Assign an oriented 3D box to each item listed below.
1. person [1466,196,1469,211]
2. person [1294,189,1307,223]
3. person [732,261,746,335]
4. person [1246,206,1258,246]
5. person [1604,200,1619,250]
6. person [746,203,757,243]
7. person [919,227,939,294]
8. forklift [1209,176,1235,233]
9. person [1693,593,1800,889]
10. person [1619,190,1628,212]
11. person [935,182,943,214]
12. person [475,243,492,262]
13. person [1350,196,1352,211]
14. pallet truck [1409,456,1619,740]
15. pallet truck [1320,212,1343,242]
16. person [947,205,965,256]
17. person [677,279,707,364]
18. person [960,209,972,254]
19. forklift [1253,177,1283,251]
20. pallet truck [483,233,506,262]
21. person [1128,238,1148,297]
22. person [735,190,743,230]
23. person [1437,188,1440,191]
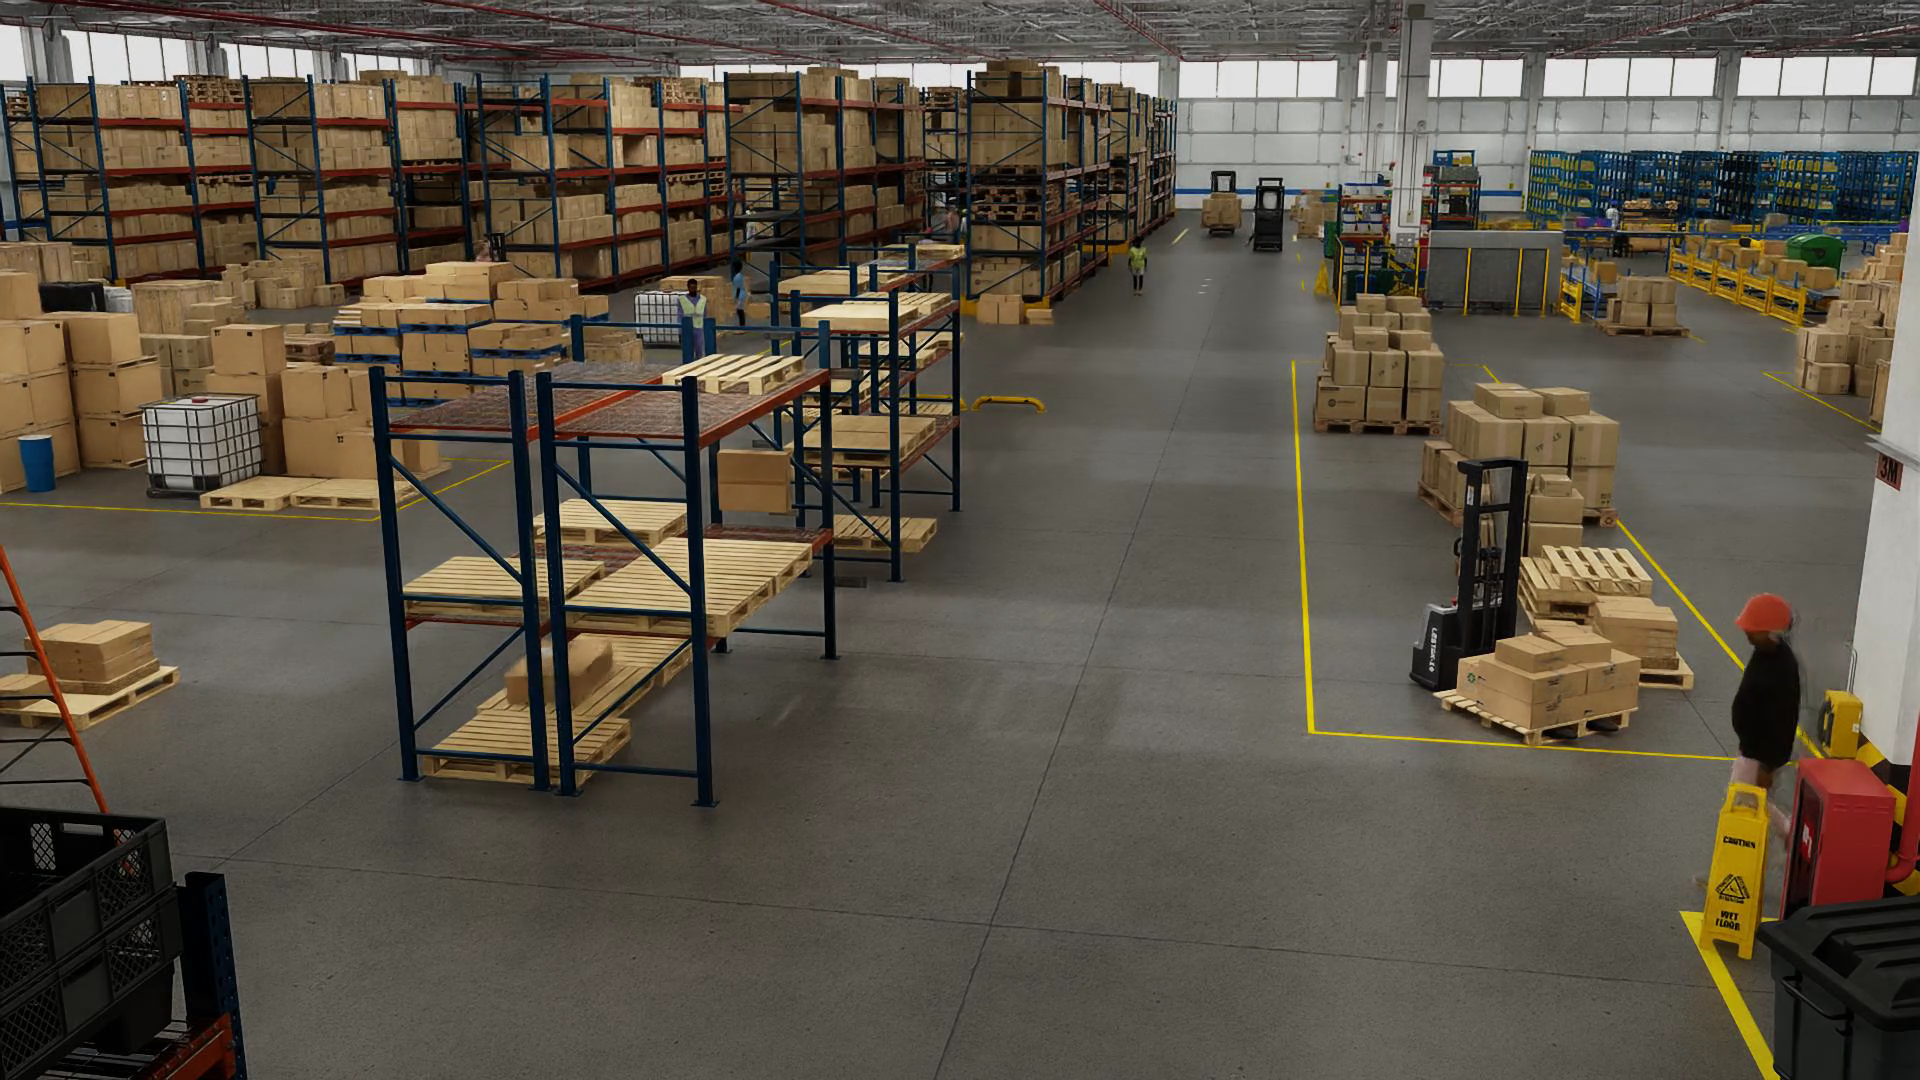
[{"bbox_3d":[22.116,-14.210,73.060,0.600,1.827,0.404,5,15,19],"label":"person"},{"bbox_3d":[17.390,-16.874,84.151,0.565,1.707,0.917,-13,19,-42],"label":"person"},{"bbox_3d":[-5.089,-5.576,38.279,0.317,1.695,0.540,0,14,0],"label":"person"},{"bbox_3d":[11.990,-12.700,67.260,0.755,1.675,0.537,2,14,7],"label":"person"},{"bbox_3d":[25.528,-12.319,65.138,0.404,1.948,0.605,-6,15,-23],"label":"person"},{"bbox_3d":[-8.172,-12.197,64.861,0.393,1.842,0.564,10,17,34],"label":"person"},{"bbox_3d":[-0.880,-7.950,47.462,0.565,1.914,0.585,2,14,6],"label":"person"},{"bbox_3d":[12.027,-15.468,76.006,1.129,2.768,1.873,3,14,10],"label":"forklift"},{"bbox_3d":[4.888,1.252,10.006,0.620,1.964,0.642,6,15,22],"label":"person"},{"bbox_3d":[33.680,-17.045,84.555,0.404,1.836,0.599,-3,14,-10],"label":"person"},{"bbox_3d":[-1.314,-19.242,93.547,0.887,1.809,0.624,13,19,42],"label":"person"},{"bbox_3d":[-11.917,-6.495,41.622,0.763,1.886,0.649,1,14,4],"label":"person"},{"bbox_3d":[20.473,-17.714,87.546,0.533,1.705,0.565,1,14,4],"label":"person"},{"bbox_3d":[4.504,0.400,13.395,0.823,1.965,1.885,-6,15,-23],"label":"pallet truck"},{"bbox_3d":[15.874,-13.227,70.310,0.680,1.201,1.601,10,17,35],"label":"pallet truck"},{"bbox_3d":[-0.146,-11.570,62.242,0.826,1.877,0.646,12,18,41],"label":"person"},{"bbox_3d":[-5.019,-3.947,31.213,0.597,1.915,0.370,-8,16,-30],"label":"person"},{"bbox_3d":[0.281,-11.688,63.093,0.908,1.701,0.523,-11,18,-38],"label":"person"},{"bbox_3d":[12.083,-12.747,64.956,1.129,2.768,1.873,3,14,10],"label":"forklift"},{"bbox_3d":[-11.832,-7.026,43.548,1.885,1.965,0.823,8,16,28],"label":"pallet truck"},{"bbox_3d":[5.039,-7.741,47.165,0.541,1.643,0.909,3,14,11],"label":"person"},{"bbox_3d":[-10.143,-15.173,76.530,0.611,2.042,0.395,8,16,29],"label":"person"},{"bbox_3d":[23.301,-16.294,81.420,0.642,1.878,0.810,-7,15,-26],"label":"person"}]
